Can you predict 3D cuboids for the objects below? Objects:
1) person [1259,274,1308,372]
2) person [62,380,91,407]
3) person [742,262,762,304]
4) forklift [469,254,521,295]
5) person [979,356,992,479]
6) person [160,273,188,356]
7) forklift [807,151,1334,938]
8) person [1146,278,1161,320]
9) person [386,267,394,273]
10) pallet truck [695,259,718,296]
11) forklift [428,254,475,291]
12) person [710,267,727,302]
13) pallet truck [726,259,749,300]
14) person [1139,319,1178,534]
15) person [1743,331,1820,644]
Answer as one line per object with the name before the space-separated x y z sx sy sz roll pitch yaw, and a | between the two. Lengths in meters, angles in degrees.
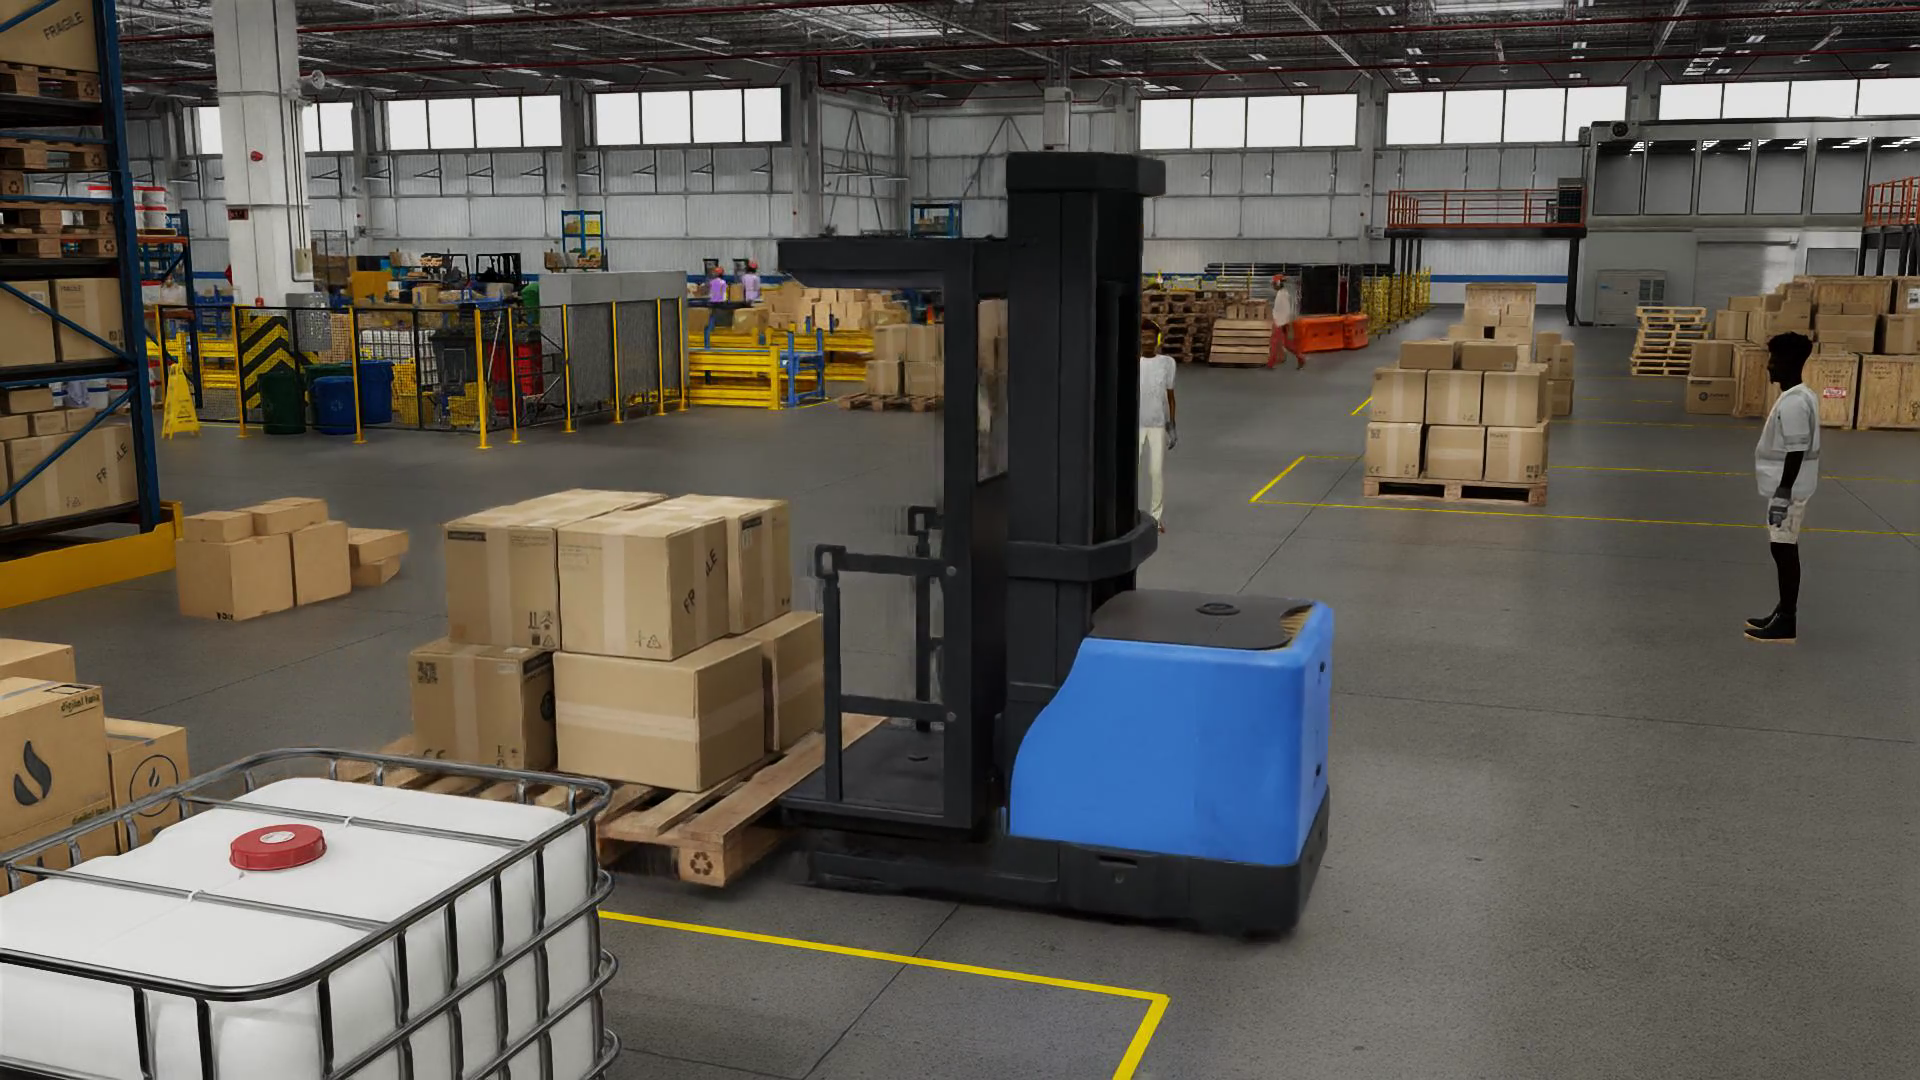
person | 6.434 -4.288 32.901 0.930 1.938 0.641 -1 10 -5
person | -11.348 -2.137 21.248 0.328 1.767 0.532 -1 10 -6
person | -5.971 -6.940 47.566 0.622 2.022 0.635 4 11 21
forklift | -17.990 -10.121 64.684 1.157 1.987 2.680 3 11 17
person | 0.061 -0.690 13.458 0.315 1.636 0.515 9 13 41
person | -17.731 -5.086 37.531 0.640 1.882 0.839 -2 10 -11
forklift | 0.473 -0.065 6.438 1.873 2.768 1.129 3 11 19
person | 4.614 -5.402 39.760 0.493 1.721 0.387 -3 11 -18
person | -19.875 -8.628 57.886 0.829 1.734 0.534 -1 10 -6
pallet truck | -9.165 -9.627 62.776 0.823 1.965 1.885 4 11 23
forklift | -20.133 -10.254 65.465 1.157 1.987 2.680 3 11 19
person | -6.689 -6.587 45.933 0.553 1.907 0.932 5 11 25
pallet truck | -7.986 -9.493 62.019 0.823 1.965 1.885 3 11 17
person | 1.621 -0.975 14.412 0.535 1.868 0.309 1 10 4
person | 5.199 -0.328 10.491 0.363 1.963 0.612 6 12 29
